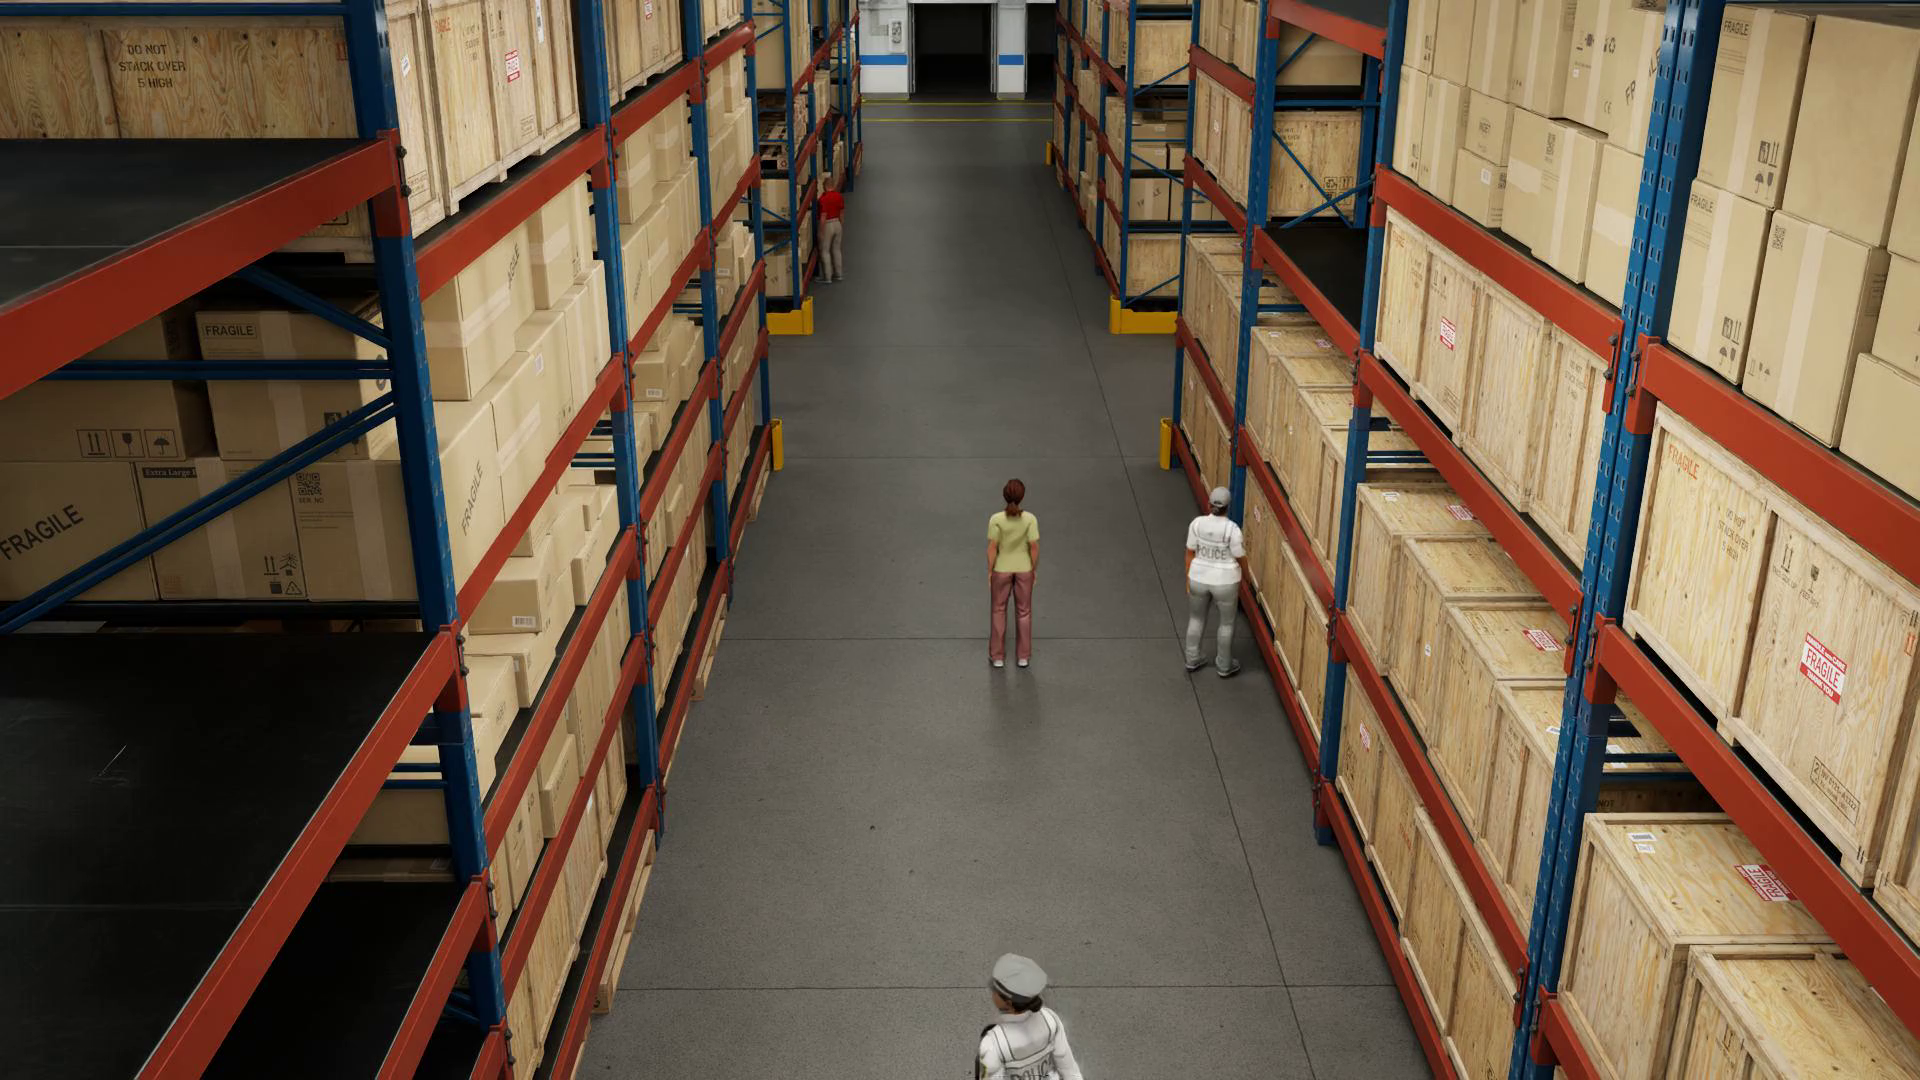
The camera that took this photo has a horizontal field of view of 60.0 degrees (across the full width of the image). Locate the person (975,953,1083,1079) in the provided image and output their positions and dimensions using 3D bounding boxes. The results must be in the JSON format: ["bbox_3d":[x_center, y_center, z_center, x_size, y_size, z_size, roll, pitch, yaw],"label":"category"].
[{"bbox_3d":[0.367,2.723,7.747,0.555,1.635,0.807,-18,28,-38],"label":"person"}]

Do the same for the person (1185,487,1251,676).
[{"bbox_3d":[2.131,0.339,13.757,0.497,1.672,0.470,13,25,29],"label":"person"}]

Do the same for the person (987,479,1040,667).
[{"bbox_3d":[0.436,0.271,13.938,0.436,1.673,0.405,-2,22,-4],"label":"person"}]

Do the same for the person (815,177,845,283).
[{"bbox_3d":[-2.195,-5.164,27.656,0.380,1.728,0.528,17,27,36],"label":"person"}]
